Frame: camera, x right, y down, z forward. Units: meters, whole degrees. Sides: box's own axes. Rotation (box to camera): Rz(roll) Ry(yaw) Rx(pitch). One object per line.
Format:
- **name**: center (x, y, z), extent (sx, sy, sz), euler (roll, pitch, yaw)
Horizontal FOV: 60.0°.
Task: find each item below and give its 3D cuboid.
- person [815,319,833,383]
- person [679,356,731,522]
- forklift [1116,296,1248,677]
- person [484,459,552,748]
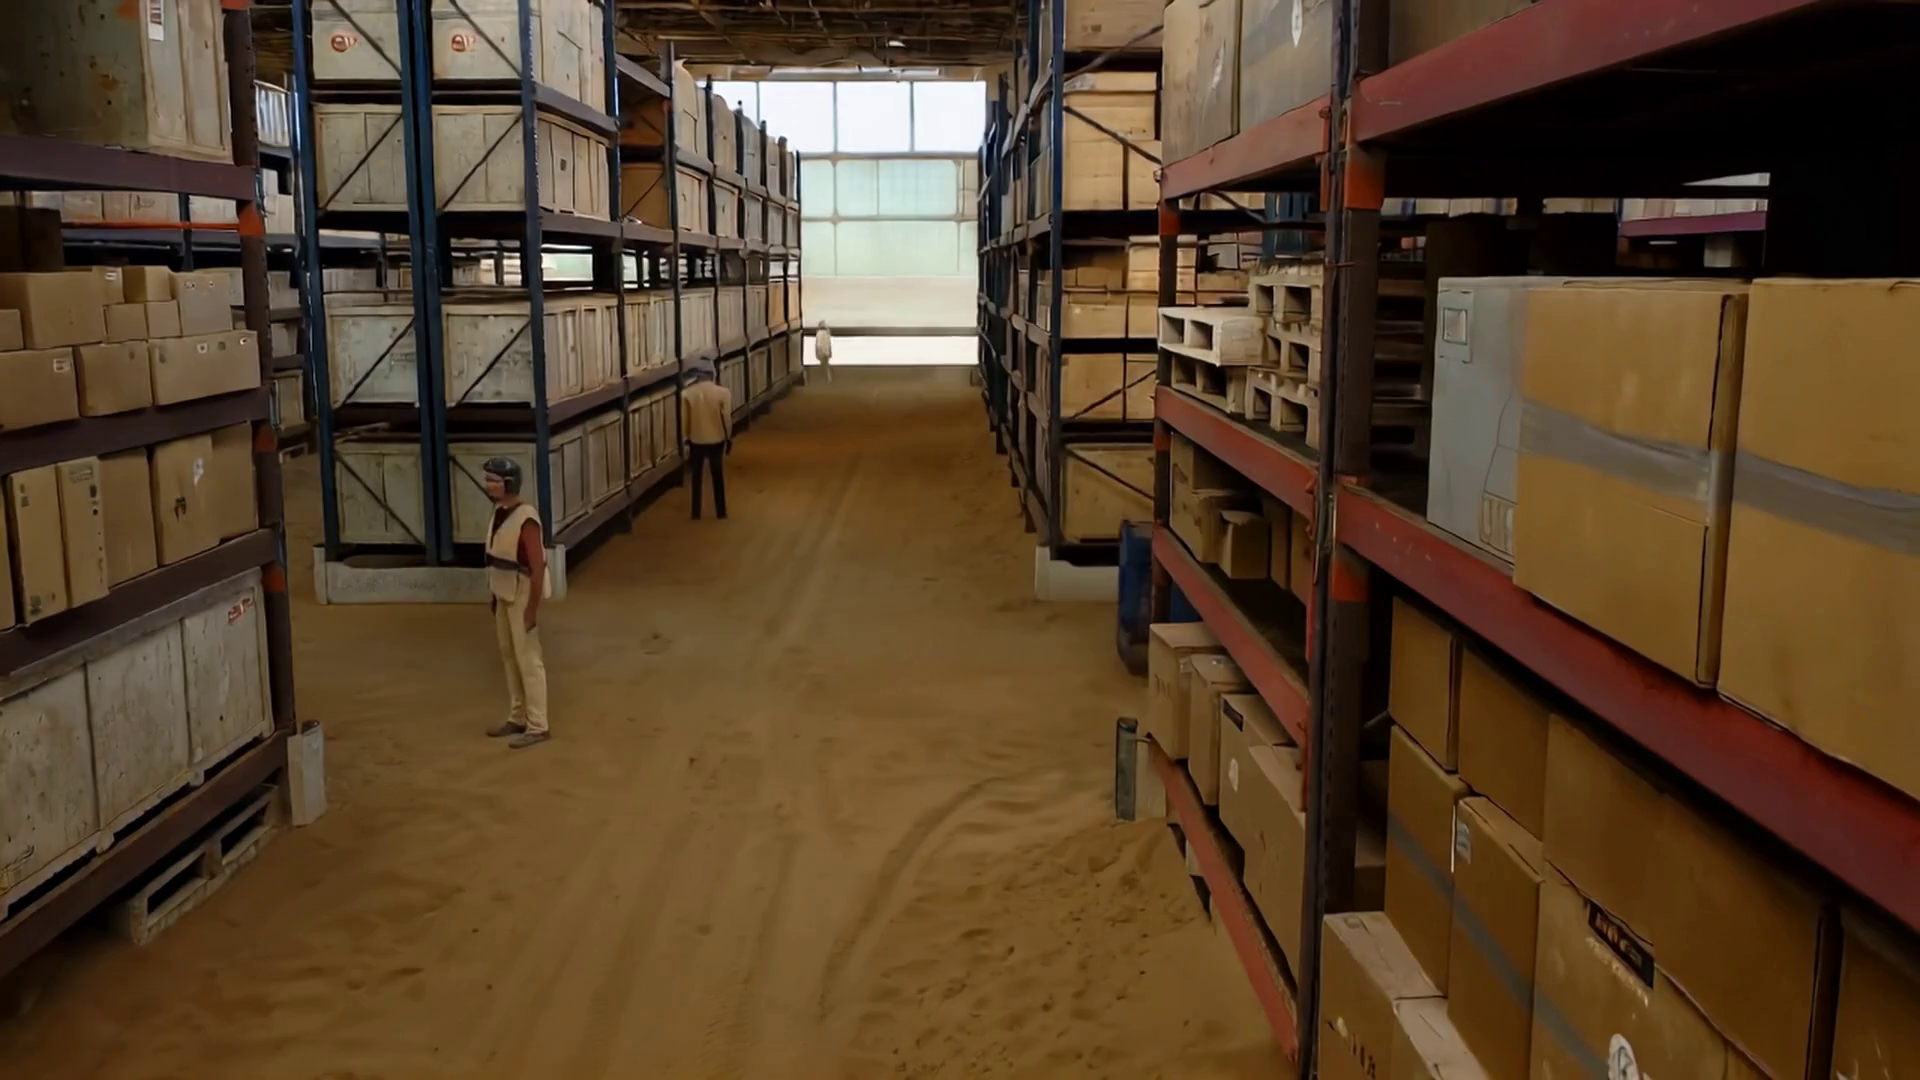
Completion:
- **person**: center (-3.578, -4.980, 43.901), extent (0.529, 1.724, 0.535), euler (7, 11, 35)
- **person**: center (-3.059, -1.210, 19.980), extent (0.614, 1.993, 0.395), euler (-1, 9, -6)
- **forklift**: center (2.164, -0.415, 12.404), extent (1.873, 2.768, 1.129), euler (0, 9, -1)
- **person**: center (-2.819, 0.392, 10.619), extent (0.373, 1.843, 0.572), euler (-7, 12, -38)
